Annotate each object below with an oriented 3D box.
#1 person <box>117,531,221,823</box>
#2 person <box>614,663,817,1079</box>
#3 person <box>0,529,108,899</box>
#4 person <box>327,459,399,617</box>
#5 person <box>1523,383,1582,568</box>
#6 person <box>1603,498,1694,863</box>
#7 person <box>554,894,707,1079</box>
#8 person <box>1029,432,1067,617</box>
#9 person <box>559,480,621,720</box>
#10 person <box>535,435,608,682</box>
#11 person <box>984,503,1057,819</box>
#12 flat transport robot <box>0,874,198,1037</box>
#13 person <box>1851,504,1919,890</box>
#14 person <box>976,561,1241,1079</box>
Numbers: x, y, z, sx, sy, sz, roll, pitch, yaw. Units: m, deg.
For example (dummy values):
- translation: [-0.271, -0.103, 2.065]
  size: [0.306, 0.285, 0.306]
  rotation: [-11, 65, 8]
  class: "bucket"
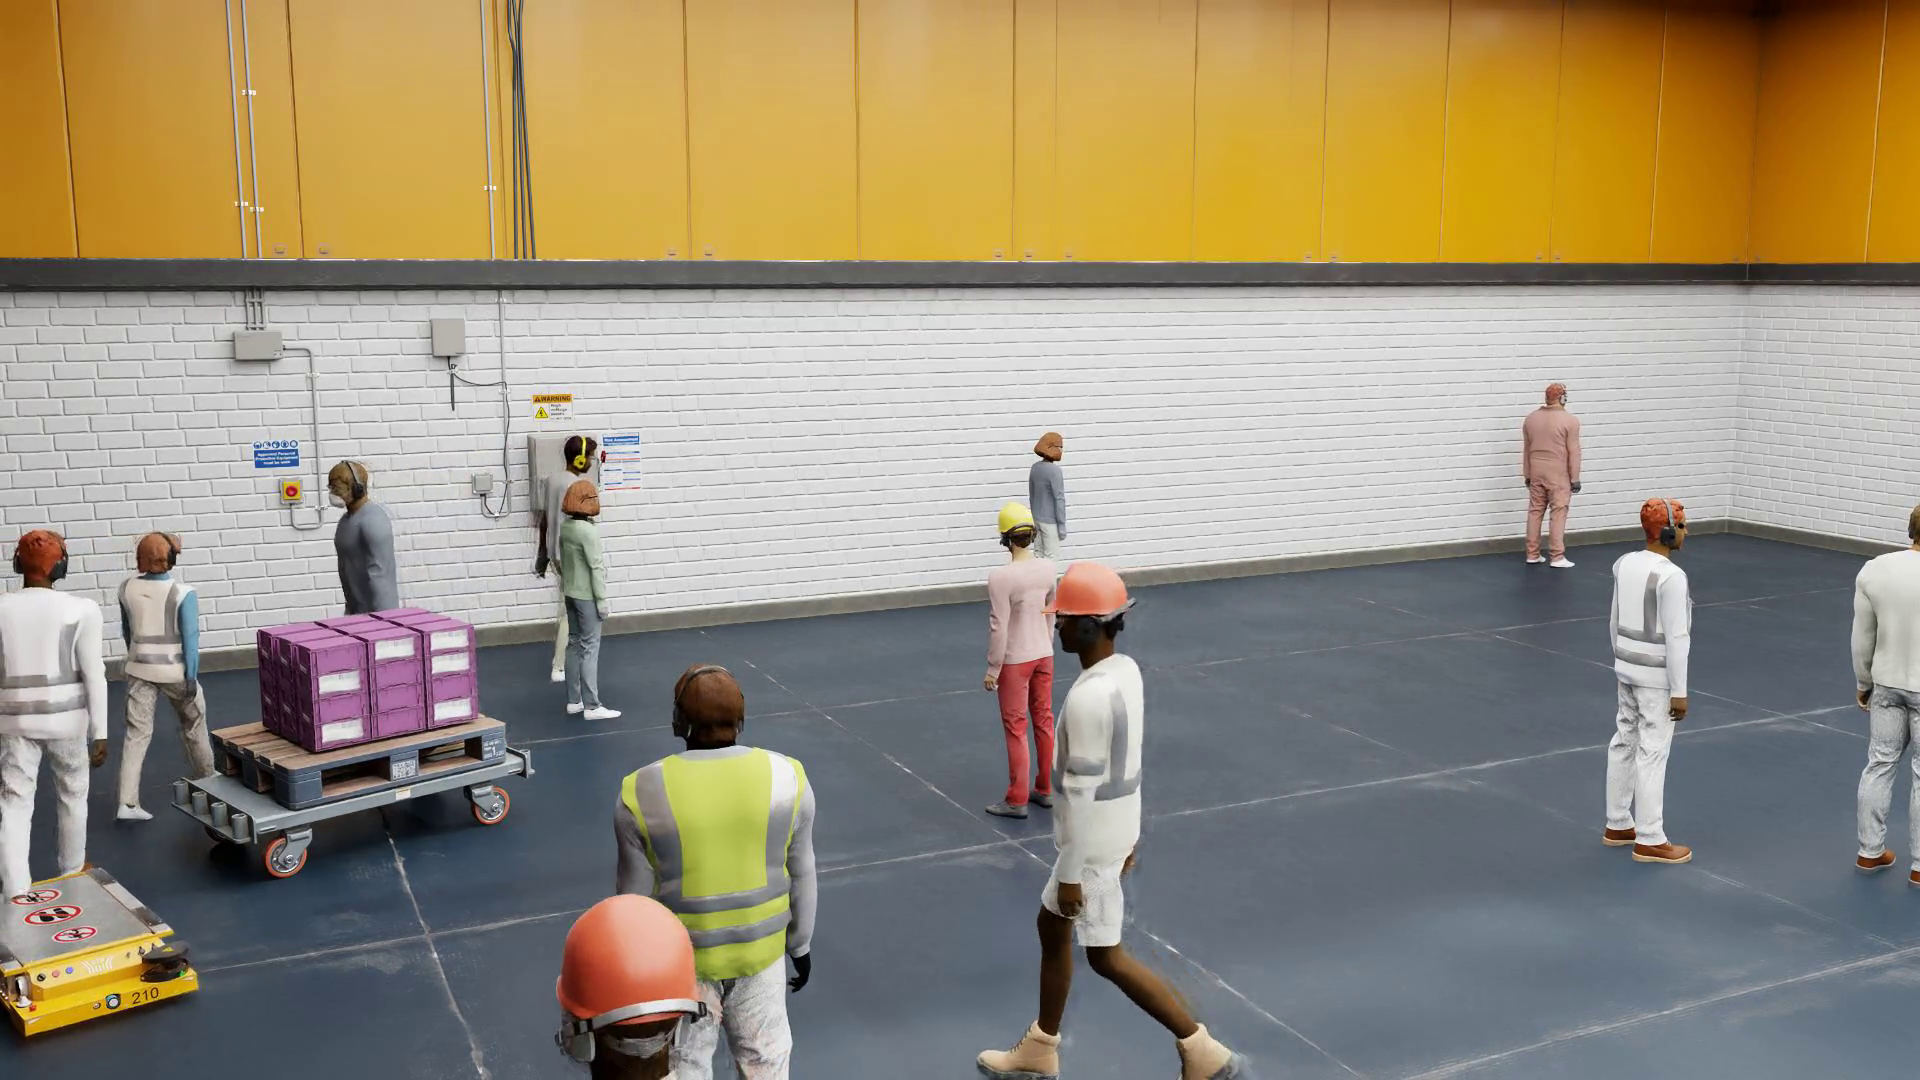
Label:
- translation: [-4.468, 0.747, 9.306]
  size: [0.514, 1.597, 0.857]
  rotation: [1, 9, 7]
  class: "person"
- translation: [-0.760, 1.289, 5.191]
  size: [0.633, 1.841, 0.429]
  rotation: [-3, 10, -20]
  class: "person"
- translation: [-4.320, 0.874, 7.772]
  size: [0.620, 1.841, 0.967]
  rotation: [-3, 10, -16]
  class: "person"
- translation: [-3.620, 0.462, 10.074]
  size: [0.435, 1.920, 0.659]
  rotation: [-6, 11, -33]
  class: "person"
- translation: [6.105, -0.666, 17.148]
  size: [0.401, 1.905, 0.647]
  rotation: [-6, 11, -33]
  class: "person"
- translation: [3.578, 0.718, 8.609]
  size: [0.356, 1.883, 0.572]
  rotation: [-2, 9, -10]
  class: "person"
- translation: [-0.535, 1.596, 2.889]
  size: [0.624, 1.970, 0.771]
  rotation: [-6, 11, -34]
  class: "person"
- translation: [0.784, -0.137, 14.678]
  size: [0.278, 1.633, 0.497]
  rotation: [-5, 10, -27]
  class: "person"
- translation: [-2.547, 0.403, 11.321]
  size: [0.282, 1.636, 0.500]
  rotation: [-8, 12, -39]
  class: "person"
- translation: [-2.874, 0.137, 12.340]
  size: [0.554, 1.840, 0.504]
  rotation: [8, 12, 41]
  class: "person"
- translation: [0.330, 0.671, 9.272]
  size: [0.329, 1.764, 0.524]
  rotation: [9, 13, 44]
  class: "person"
- translation: [-3.905, 1.742, 7.235]
  size: [0.652, 0.197, 1.431]
  rotation: [-8, 12, -42]
  class: "flat transport robot"
- translation: [4.734, 0.751, 8.226]
  size: [0.361, 1.938, 0.635]
  rotation: [-6, 11, -32]
  class: "person"
- translation: [0.554, 1.072, 6.026]
  size: [0.957, 2.011, 0.618]
  rotation: [3, 10, 15]
  class: "person"
